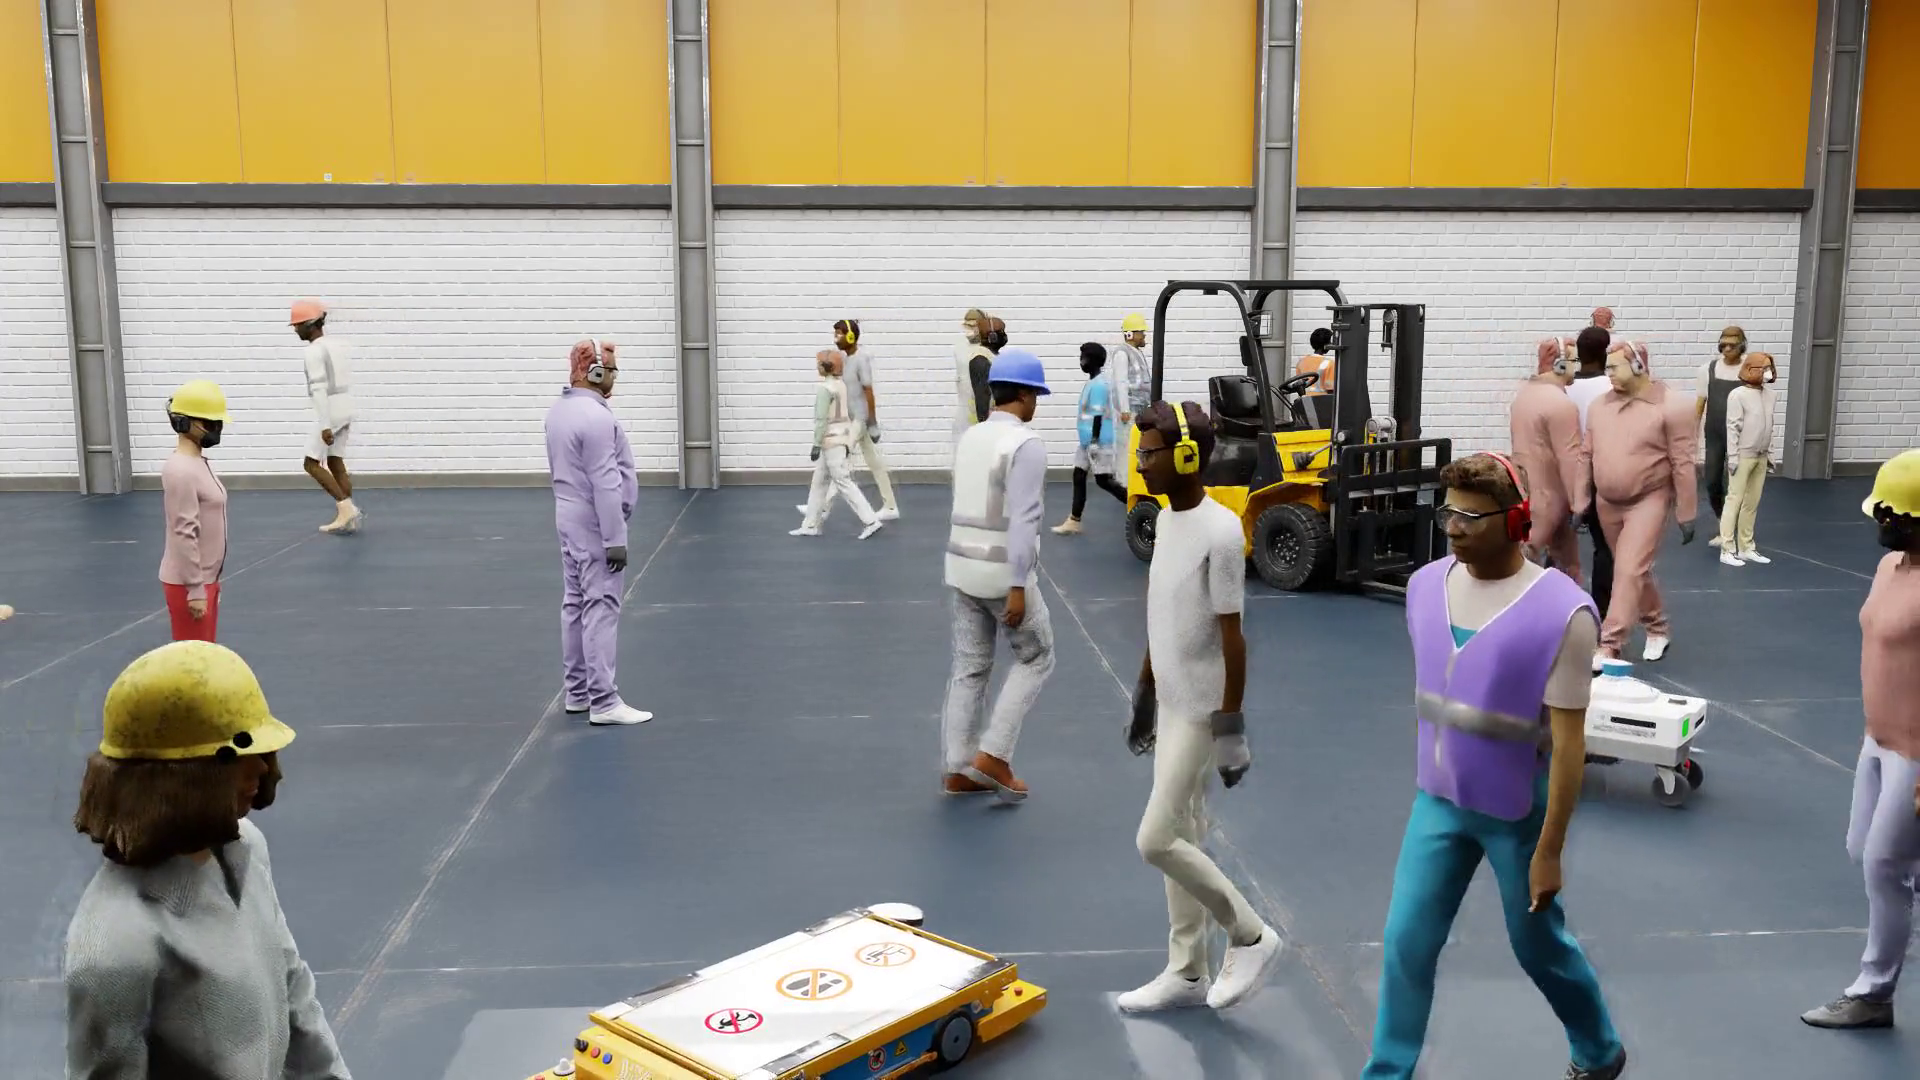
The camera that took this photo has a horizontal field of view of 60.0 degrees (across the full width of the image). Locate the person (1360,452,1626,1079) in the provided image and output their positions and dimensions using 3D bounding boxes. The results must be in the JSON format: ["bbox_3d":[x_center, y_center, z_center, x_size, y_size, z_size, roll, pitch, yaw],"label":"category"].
[{"bbox_3d":[1.364,0.662,4.205,0.975,1.797,0.570,-6,11,-32],"label":"person"}]

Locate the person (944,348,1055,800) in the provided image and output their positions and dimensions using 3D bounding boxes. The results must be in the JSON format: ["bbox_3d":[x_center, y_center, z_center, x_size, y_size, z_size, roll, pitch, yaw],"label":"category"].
[{"bbox_3d":[0.172,0.160,7.003,0.579,1.905,0.638,-6,11,-34],"label":"person"}]

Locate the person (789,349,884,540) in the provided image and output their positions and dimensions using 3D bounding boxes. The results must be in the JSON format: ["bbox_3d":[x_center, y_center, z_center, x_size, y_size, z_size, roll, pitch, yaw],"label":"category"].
[{"bbox_3d":[-1.028,-0.798,13.942,0.822,1.608,0.518,1,9,8],"label":"person"}]

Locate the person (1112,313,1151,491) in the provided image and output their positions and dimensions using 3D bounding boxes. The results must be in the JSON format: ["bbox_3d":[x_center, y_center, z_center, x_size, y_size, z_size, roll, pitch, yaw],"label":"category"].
[{"bbox_3d":[1.732,-1.349,16.678,0.403,1.834,0.589,3,10,21],"label":"person"}]

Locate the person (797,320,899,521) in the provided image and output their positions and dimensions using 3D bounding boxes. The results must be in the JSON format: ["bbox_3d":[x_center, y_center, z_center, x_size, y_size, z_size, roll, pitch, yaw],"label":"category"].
[{"bbox_3d":[-0.994,-1.056,14.906,0.995,1.809,0.511,-2,9,-14],"label":"person"}]

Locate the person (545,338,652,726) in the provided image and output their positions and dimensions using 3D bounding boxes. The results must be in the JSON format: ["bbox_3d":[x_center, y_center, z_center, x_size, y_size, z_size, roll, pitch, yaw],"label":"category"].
[{"bbox_3d":[-1.791,-0.039,8.246,0.403,1.908,0.658,-6,11,-33],"label":"person"}]

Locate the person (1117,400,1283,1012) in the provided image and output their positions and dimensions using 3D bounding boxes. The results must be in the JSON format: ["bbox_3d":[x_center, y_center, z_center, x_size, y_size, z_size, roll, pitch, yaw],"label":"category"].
[{"bbox_3d":[0.671,0.511,4.950,0.417,1.847,0.532,-2,9,-12],"label":"person"}]

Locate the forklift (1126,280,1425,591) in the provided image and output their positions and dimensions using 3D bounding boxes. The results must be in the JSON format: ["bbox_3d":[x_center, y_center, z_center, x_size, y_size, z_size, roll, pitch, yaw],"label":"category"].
[{"bbox_3d":[2.301,-0.860,12.475,1.214,2.155,2.313,-6,11,-35],"label":"forklift"}]

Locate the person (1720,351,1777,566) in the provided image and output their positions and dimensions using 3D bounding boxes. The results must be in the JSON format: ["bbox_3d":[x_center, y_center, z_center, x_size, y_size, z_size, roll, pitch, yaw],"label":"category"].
[{"bbox_3d":[6.053,-0.622,12.727,0.500,1.636,0.282,-5,10,-28],"label":"person"}]

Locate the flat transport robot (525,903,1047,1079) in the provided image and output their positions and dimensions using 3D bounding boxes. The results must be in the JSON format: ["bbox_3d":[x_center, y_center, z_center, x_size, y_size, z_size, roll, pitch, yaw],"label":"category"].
[{"bbox_3d":[-0.458,1.351,4.614,0.652,0.197,1.431,8,12,41],"label":"flat transport robot"}]

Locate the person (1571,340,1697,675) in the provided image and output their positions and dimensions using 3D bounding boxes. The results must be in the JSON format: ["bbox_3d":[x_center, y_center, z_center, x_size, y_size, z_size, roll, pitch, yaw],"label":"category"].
[{"bbox_3d":[3.787,-0.190,9.365,0.990,1.854,0.663,-6,11,-32],"label":"person"}]

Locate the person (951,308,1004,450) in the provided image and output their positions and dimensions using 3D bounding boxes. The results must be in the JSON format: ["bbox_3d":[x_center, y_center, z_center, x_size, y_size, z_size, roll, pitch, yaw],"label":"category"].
[{"bbox_3d":[0.186,-1.205,15.538,0.646,1.909,0.488,9,13,44],"label":"person"}]

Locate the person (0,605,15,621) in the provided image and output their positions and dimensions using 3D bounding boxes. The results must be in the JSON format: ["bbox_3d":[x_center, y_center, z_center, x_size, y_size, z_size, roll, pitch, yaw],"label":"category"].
[{"bbox_3d":[-6.370,-0.342,10.431,0.628,1.818,0.724,2,9,12],"label":"person"}]

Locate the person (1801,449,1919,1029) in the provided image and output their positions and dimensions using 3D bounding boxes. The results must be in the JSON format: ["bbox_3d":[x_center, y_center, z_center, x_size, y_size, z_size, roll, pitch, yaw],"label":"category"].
[{"bbox_3d":[2.810,0.597,4.766,0.590,1.738,0.528,1,9,8],"label":"person"}]

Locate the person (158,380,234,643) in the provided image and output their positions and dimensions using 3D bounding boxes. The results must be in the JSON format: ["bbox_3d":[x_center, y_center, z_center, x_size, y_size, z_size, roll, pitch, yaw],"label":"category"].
[{"bbox_3d":[-3.316,0.184,7.292,0.337,1.760,0.526,-3,9,-16],"label":"person"}]

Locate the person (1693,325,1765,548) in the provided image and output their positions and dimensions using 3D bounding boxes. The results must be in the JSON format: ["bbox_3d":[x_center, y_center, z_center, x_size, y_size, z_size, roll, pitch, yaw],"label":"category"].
[{"bbox_3d":[6.360,-0.871,13.748,0.535,1.821,0.806,7,11,37],"label":"person"}]

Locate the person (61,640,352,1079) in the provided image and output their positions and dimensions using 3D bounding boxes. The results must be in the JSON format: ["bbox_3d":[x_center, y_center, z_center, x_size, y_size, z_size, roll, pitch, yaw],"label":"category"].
[{"bbox_3d":[-1.138,0.976,2.510,0.892,1.698,0.494,-1,9,-7],"label":"person"}]

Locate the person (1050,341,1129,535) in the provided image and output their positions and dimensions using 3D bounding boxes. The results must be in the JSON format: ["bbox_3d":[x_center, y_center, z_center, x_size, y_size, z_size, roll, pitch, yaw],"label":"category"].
[{"bbox_3d":[1.206,-0.851,14.078,0.791,1.667,0.536,-1,9,-3],"label":"person"}]

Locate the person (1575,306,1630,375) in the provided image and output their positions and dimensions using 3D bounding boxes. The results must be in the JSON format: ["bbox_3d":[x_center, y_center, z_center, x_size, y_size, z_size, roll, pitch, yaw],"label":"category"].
[{"bbox_3d":[6.362,-1.371,16.599,0.652,1.902,0.402,1,9,4],"label":"person"}]

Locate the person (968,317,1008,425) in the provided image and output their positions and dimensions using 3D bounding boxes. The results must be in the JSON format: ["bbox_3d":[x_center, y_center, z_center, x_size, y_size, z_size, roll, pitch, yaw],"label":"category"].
[{"bbox_3d":[0.290,-1.043,14.728,0.429,1.845,0.628,2,9,13],"label":"person"}]

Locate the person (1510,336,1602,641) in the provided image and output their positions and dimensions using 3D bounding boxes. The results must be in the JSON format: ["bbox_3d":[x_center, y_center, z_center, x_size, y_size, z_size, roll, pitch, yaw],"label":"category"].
[{"bbox_3d":[3.477,-0.280,9.911,1.000,1.864,0.652,0,9,3],"label":"person"}]

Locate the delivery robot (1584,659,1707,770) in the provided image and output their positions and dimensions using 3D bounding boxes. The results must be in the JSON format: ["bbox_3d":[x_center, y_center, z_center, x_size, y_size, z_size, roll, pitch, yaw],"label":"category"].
[{"bbox_3d":[2.808,0.759,7.152,0.707,0.478,0.477,6,11,35],"label":"delivery robot"}]

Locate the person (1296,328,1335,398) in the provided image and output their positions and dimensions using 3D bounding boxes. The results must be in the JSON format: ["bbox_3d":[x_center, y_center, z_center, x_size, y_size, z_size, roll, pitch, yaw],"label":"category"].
[{"bbox_3d":[3.597,-1.298,16.826,0.320,1.690,0.535,-6,11,-32],"label":"person"}]

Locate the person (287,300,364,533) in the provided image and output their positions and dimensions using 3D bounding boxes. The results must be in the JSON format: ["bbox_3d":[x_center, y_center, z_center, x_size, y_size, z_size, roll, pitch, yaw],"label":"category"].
[{"bbox_3d":[-5.412,-1.031,14.147,0.505,2.011,0.616,0,9,2],"label":"person"}]

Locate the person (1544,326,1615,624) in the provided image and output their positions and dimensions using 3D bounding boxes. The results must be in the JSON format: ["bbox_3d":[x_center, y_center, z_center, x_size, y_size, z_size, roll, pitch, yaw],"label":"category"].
[{"bbox_3d":[3.825,-0.337,10.111,0.777,1.895,0.645,-8,12,-41],"label":"person"}]
